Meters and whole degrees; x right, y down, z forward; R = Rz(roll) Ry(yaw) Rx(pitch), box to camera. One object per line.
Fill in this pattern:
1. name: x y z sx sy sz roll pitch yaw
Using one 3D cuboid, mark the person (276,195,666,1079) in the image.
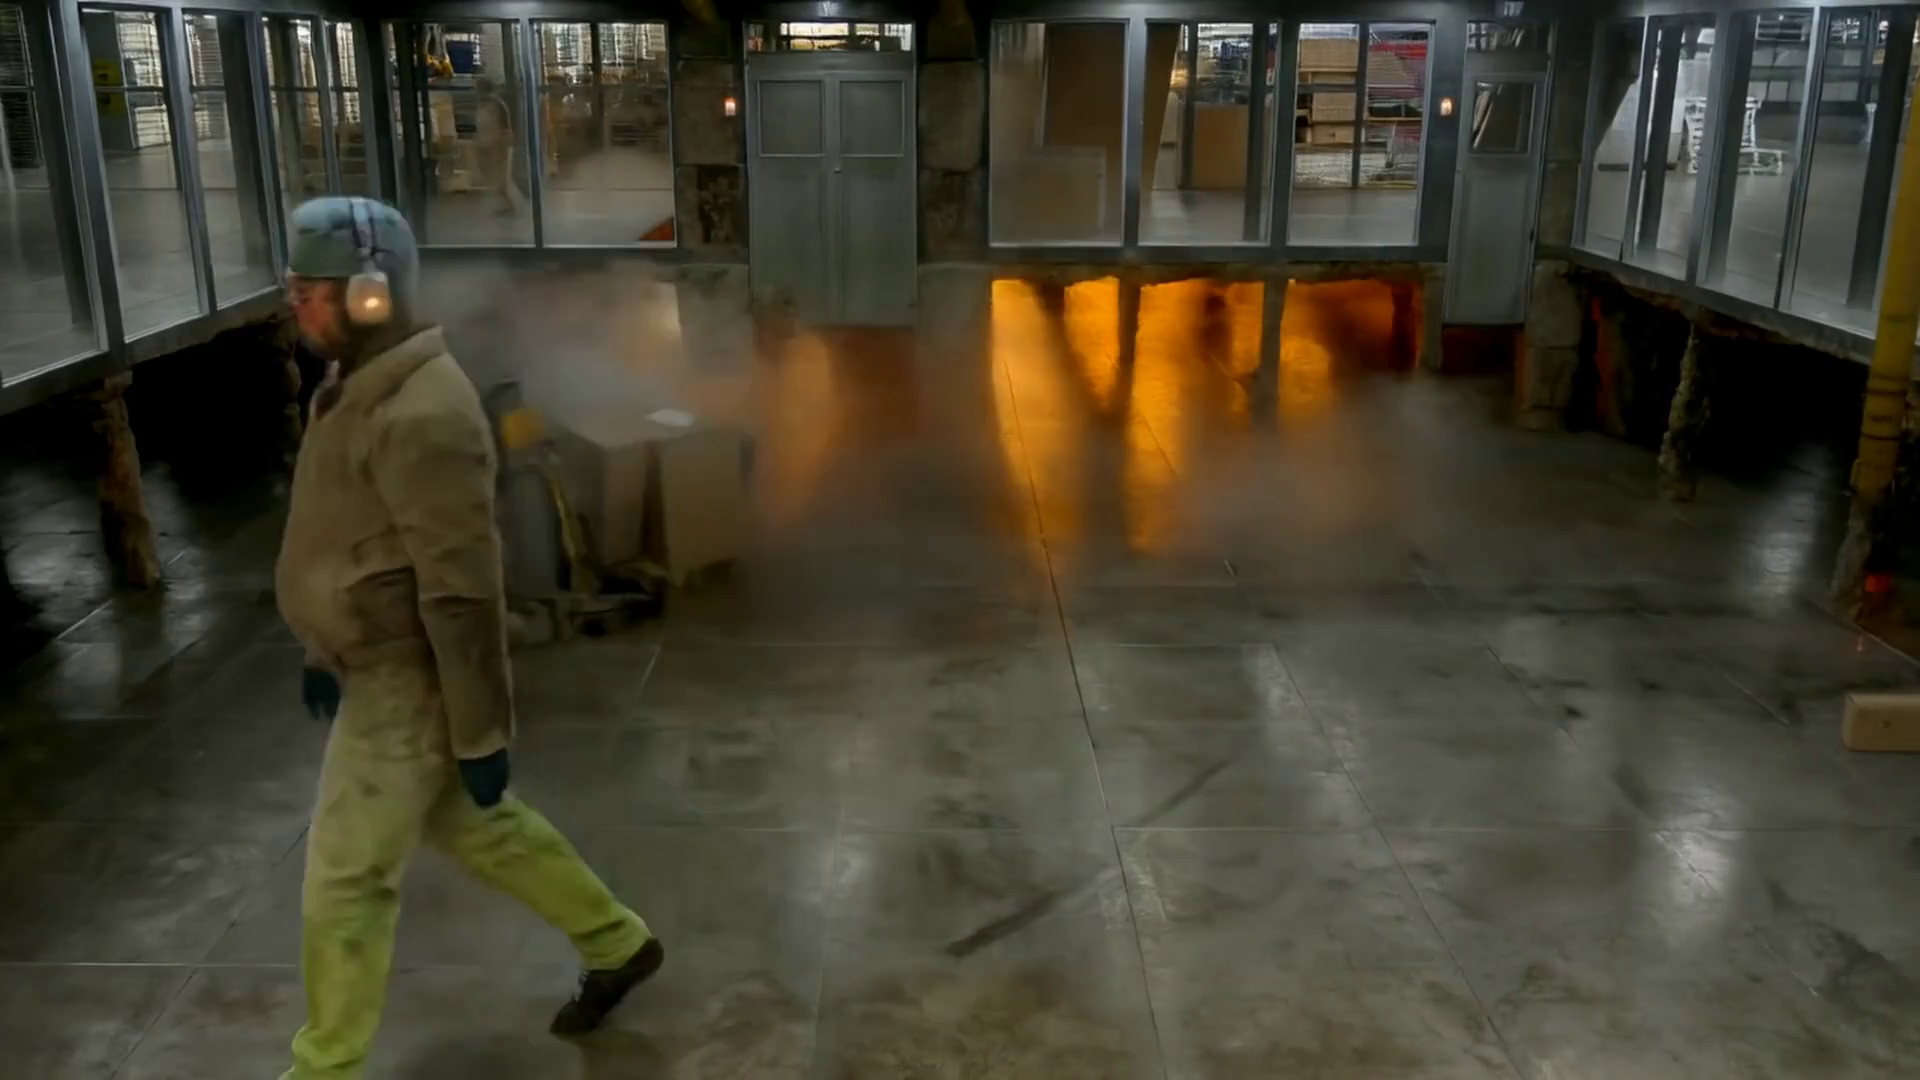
1. person: -1.065 0.252 3.315 0.950 1.870 0.636 -7 18 -24
